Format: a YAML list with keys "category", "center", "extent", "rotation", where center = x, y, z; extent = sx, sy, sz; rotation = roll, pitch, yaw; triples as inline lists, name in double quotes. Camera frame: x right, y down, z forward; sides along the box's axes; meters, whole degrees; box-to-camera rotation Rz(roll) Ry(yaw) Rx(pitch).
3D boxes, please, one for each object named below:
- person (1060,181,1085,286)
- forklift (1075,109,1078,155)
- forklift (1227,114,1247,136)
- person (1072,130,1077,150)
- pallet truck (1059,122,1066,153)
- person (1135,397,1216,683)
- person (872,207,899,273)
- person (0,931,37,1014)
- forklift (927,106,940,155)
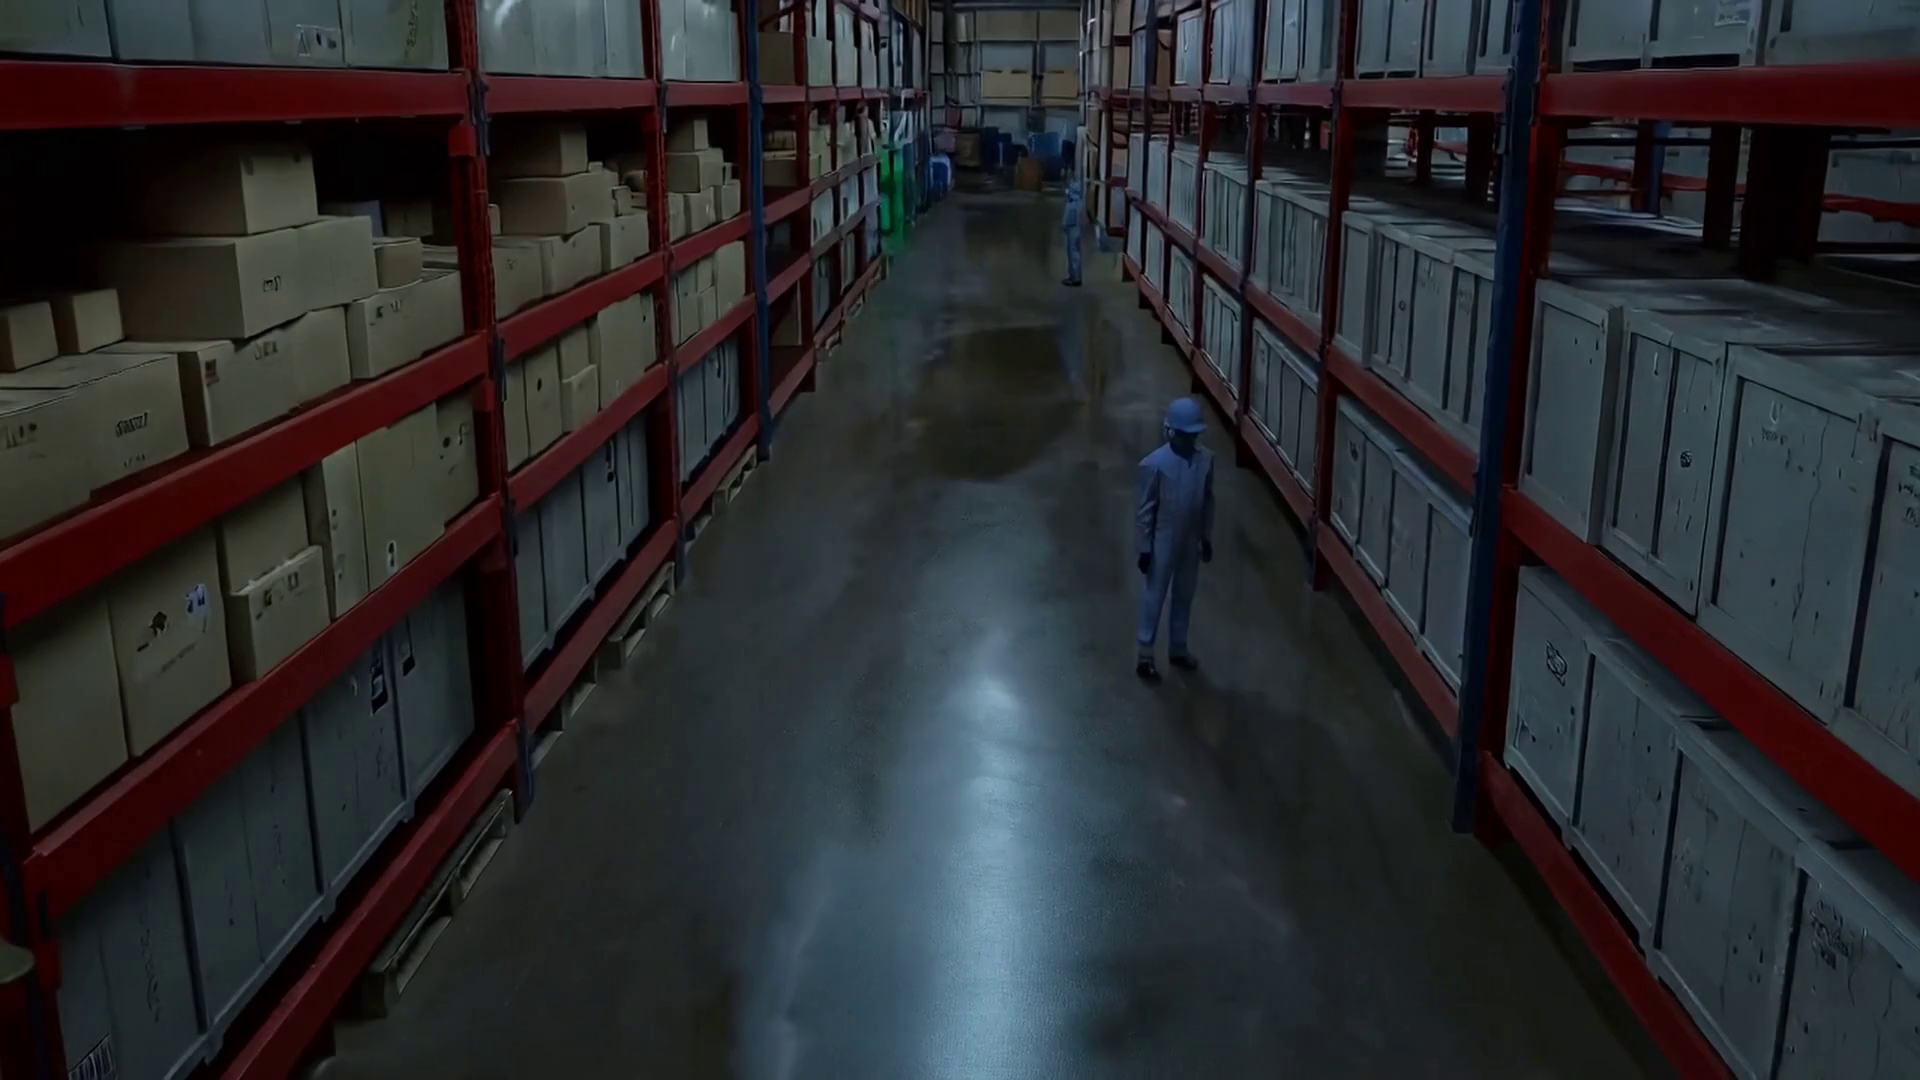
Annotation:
- category: "person"
  center: [2.050, -5.625, 30.565]
  extent: [0.405, 1.906, 0.653]
  rotation: [-3, 15, -12]
- category: "forklift"
  center: [5.527, -17.228, 71.890]
  extent: [1.129, 2.768, 1.873]
  rotation: [4, 16, 16]
- category: "forklift"
  center: [9.478, -13.279, 57.199]
  extent: [1.873, 2.768, 1.129]
  rotation: [-4, 15, -13]
- category: "person"
  center: [5.206, -17.267, 73.854]
  extent: [0.545, 1.925, 0.549]
  rotation: [-3, 15, -12]
- category: "pallet truck"
  center: [5.788, -21.111, 88.014]
  extent: [1.885, 1.965, 0.823]
  rotation: [5, 16, 18]
- category: "person"
  center: [1.301, -0.002, 9.974]
  extent: [0.580, 1.739, 0.387]
  rotation: [-11, 18, -34]
- category: "person"
  center: [-1.590, -6.032, 32.303]
  extent: [0.751, 1.794, 0.557]
  rotation: [3, 15, 12]
- category: "person"
  center: [-1.954, 1.647, 3.344]
  extent: [0.622, 1.992, 0.396]
  rotation: [8, 17, 28]
- category: "forklift"
  center: [-1.386, -20.270, 83.211]
  extent: [1.873, 2.768, 1.129]
  rotation: [9, 18, 31]
